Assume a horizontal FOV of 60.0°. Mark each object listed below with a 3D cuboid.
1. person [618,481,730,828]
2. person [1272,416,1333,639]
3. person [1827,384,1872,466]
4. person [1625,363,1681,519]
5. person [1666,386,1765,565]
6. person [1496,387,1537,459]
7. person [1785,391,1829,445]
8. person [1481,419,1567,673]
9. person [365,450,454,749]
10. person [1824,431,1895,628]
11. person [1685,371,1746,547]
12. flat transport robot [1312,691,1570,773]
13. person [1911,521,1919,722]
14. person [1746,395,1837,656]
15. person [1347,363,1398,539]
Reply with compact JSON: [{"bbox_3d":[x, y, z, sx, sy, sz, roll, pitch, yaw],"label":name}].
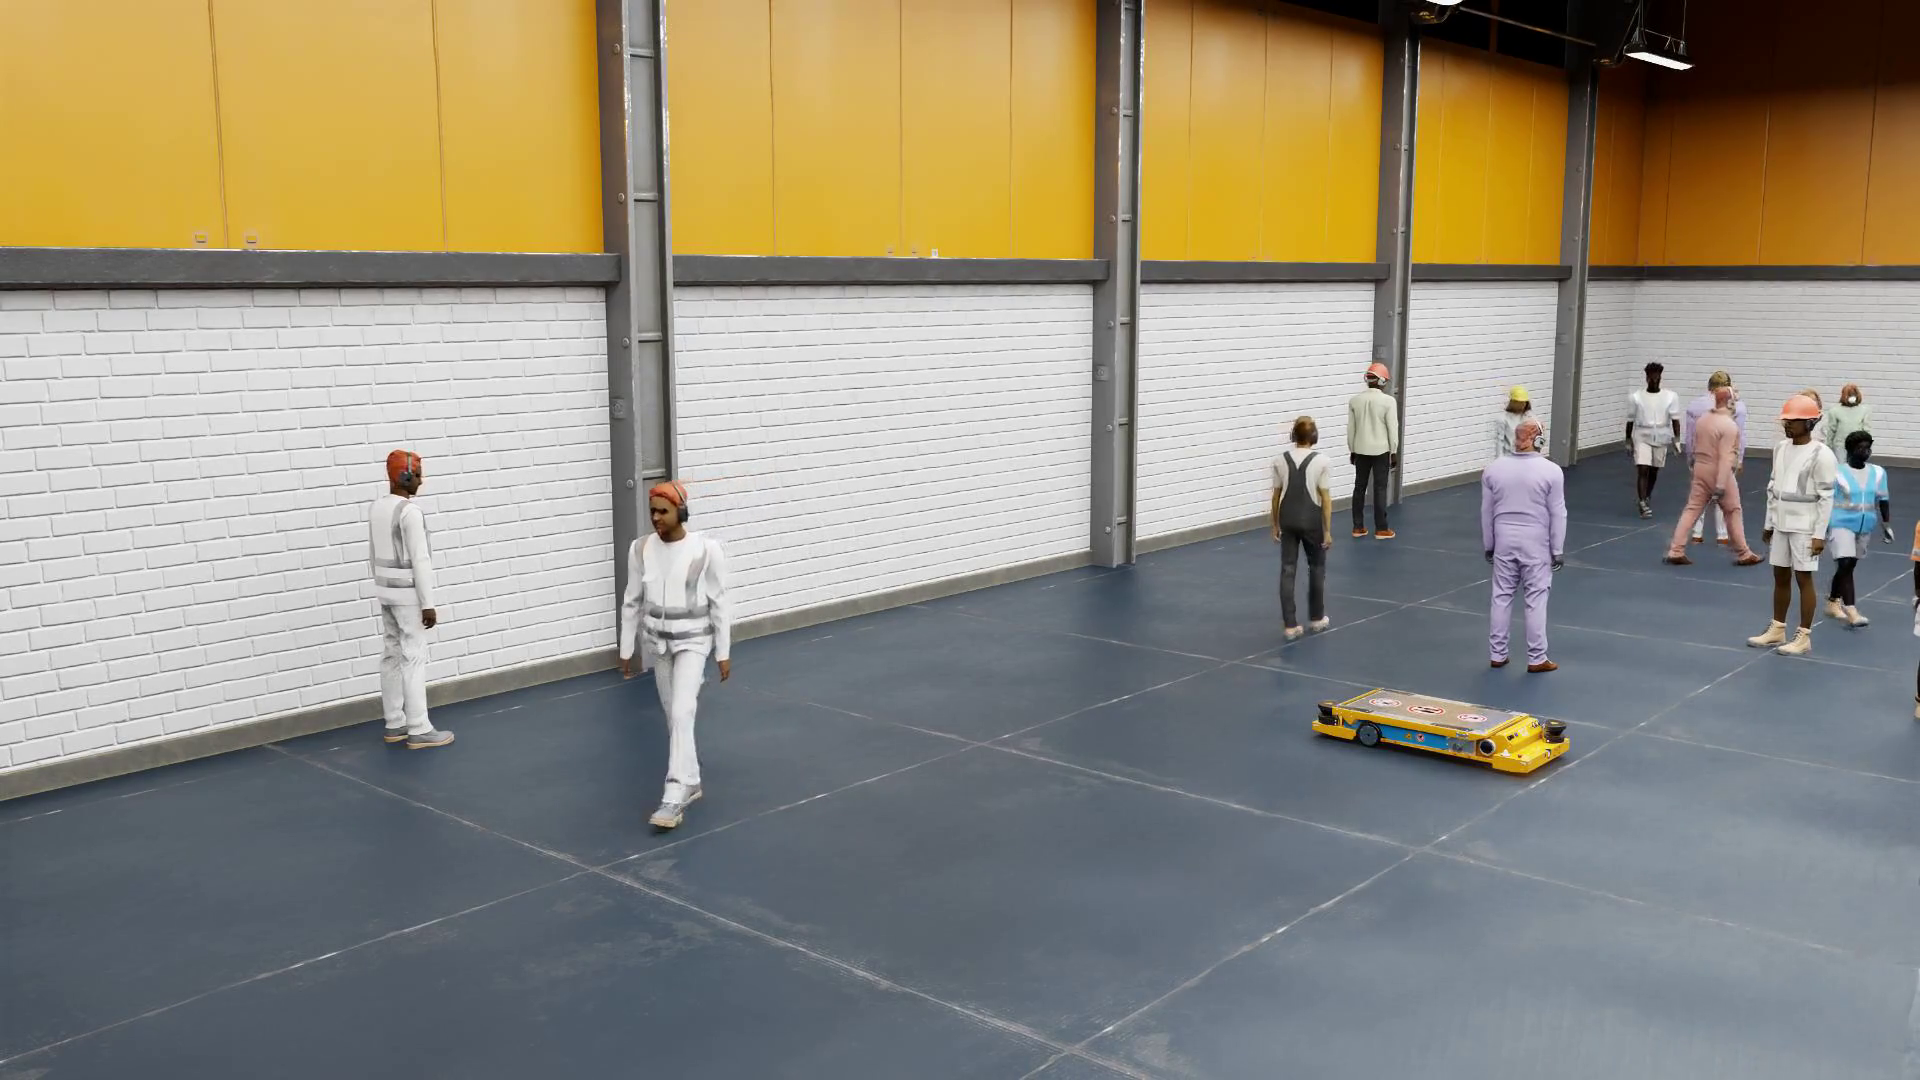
[{"bbox_3d":[-1.613,0.620,9.055,0.602,1.850,0.845,4,10,22],"label":"person"},{"bbox_3d":[2.870,-0.118,13.774,0.541,1.822,0.759,5,10,29],"label":"person"},{"bbox_3d":[11.305,-1.199,21.218,0.497,1.610,0.669,2,9,11],"label":"person"},{"bbox_3d":[8.574,-1.245,20.613,0.616,1.916,1.025,2,9,11],"label":"person"},{"bbox_3d":[7.744,-0.642,16.992,1.020,1.853,0.633,-2,9,-11],"label":"person"},{"bbox_3d":[6.352,-0.881,18.934,0.500,1.699,0.870,-1,9,-5],"label":"person"},{"bbox_3d":[10.180,-0.997,20.014,0.517,1.593,0.856,1,9,7],"label":"person"},{"bbox_3d":[4.254,0.044,12.523,0.636,1.902,0.405,8,12,41],"label":"person"},{"bbox_3d":[-3.501,0.371,10.509,0.572,1.887,0.354,8,12,41],"label":"person"},{"bbox_3d":[7.600,-0.086,14.064,0.546,1.652,0.838,-1,9,-4],"label":"person"},{"bbox_3d":[8.279,-0.885,18.252,0.627,1.934,0.371,8,12,41],"label":"person"},{"bbox_3d":[3.022,1.178,10.503,1.431,0.197,0.652,8,12,40],"label":"flat transport robot"},{"bbox_3d":[6.566,0.391,10.979,0.529,1.697,0.321,8,12,41],"label":"person"},{"bbox_3d":[6.544,-0.114,13.062,0.391,2.045,0.608,-2,9,-14],"label":"person"},{"bbox_3d":[4.691,-1.007,18.855,0.608,1.985,0.395,8,12,41],"label":"person"}]
